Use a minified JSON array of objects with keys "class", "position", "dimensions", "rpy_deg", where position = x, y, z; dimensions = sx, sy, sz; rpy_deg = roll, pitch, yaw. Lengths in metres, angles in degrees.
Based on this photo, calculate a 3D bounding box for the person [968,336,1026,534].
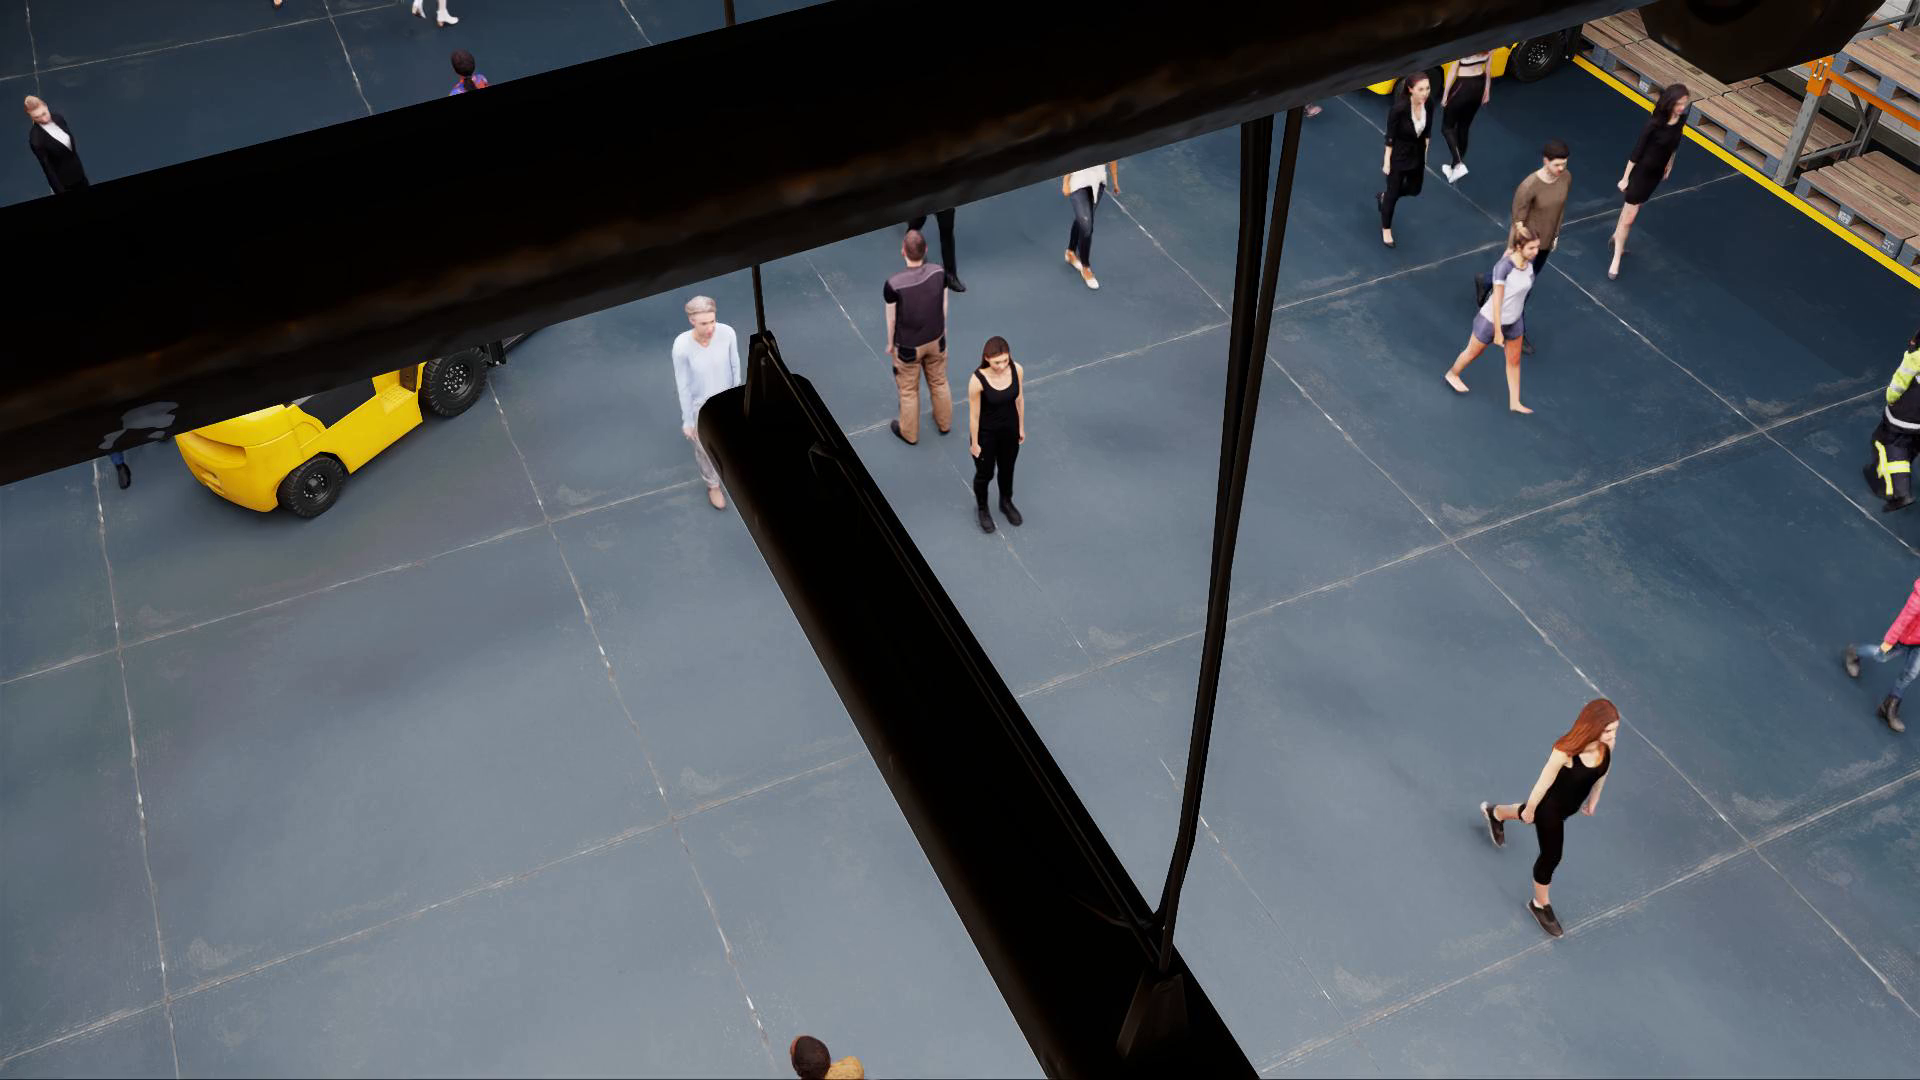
[{"class":"person","position":[0.250,-0.775,11.799],"dimensions":[0.592,1.686,0.563],"rpy_deg":[-20,47,-20]}]

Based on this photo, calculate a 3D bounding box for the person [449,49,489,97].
[{"class":"person","position":[-4.221,-3.504,14.622],"dimensions":[0.692,1.743,0.671],"rpy_deg":[22,48,22]}]

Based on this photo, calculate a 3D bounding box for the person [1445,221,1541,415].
[{"class":"person","position":[4.126,-1.746,12.899],"dimensions":[0.641,1.574,1.021],"rpy_deg":[-21,48,-21]}]

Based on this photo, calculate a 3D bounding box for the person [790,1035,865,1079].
[{"class":"person","position":[-0.587,2.912,7.843],"dimensions":[0.789,1.805,1.032],"rpy_deg":[-29,51,-27]}]

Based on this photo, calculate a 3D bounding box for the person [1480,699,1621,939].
[{"class":"person","position":[3.355,1.429,9.481],"dimensions":[0.576,1.692,1.107],"rpy_deg":[-18,47,-18]}]

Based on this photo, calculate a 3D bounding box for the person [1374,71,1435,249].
[{"class":"person","position":[3.846,-3.372,14.554],"dimensions":[0.606,1.646,0.719],"rpy_deg":[-17,46,-17]}]

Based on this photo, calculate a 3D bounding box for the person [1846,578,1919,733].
[{"class":"person","position":[6.064,0.571,10.677],"dimensions":[0.712,1.284,0.973],"rpy_deg":[-4,44,-4]}]

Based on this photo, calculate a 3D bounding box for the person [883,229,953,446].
[{"class":"person","position":[-0.309,-1.515,12.464],"dimensions":[0.679,1.841,0.573],"rpy_deg":[-19,47,-19]}]

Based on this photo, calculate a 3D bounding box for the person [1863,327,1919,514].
[{"class":"person","position":[6.925,-0.982,11.816],"dimensions":[0.979,1.963,1.111],"rpy_deg":[-1,44,-2]}]

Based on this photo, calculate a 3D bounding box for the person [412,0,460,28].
[{"class":"person","position":[-5.617,-6.234,17.448],"dimensions":[0.877,1.797,0.875],"rpy_deg":[30,51,28]}]

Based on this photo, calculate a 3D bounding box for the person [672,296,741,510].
[{"class":"person","position":[-1.822,-1.004,11.905],"dimensions":[0.651,1.872,0.689],"rpy_deg":[-17,46,-17]}]

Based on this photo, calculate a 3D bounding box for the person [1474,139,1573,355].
[{"class":"person","position":[4.551,-2.439,13.419],"dimensions":[0.727,1.861,1.083],"rpy_deg":[-22,48,-21]}]

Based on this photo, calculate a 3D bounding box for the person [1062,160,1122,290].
[{"class":"person","position":[1.027,-3.070,14.149],"dimensions":[0.657,1.768,0.830],"rpy_deg":[-25,49,-24]}]

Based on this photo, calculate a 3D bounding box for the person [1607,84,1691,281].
[{"class":"person","position":[5.832,-3.111,14.182],"dimensions":[0.641,1.782,0.624],"rpy_deg":[-24,49,-23]}]

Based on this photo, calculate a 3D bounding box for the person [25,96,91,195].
[{"class":"person","position":[-7.648,-3.078,14.232],"dimensions":[0.898,1.665,0.784],"rpy_deg":[-3,44,-3]}]

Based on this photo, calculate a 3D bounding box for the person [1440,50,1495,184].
[{"class":"person","position":[4.657,-4.023,15.175],"dimensions":[0.708,1.732,0.851],"rpy_deg":[-11,45,-12]}]
